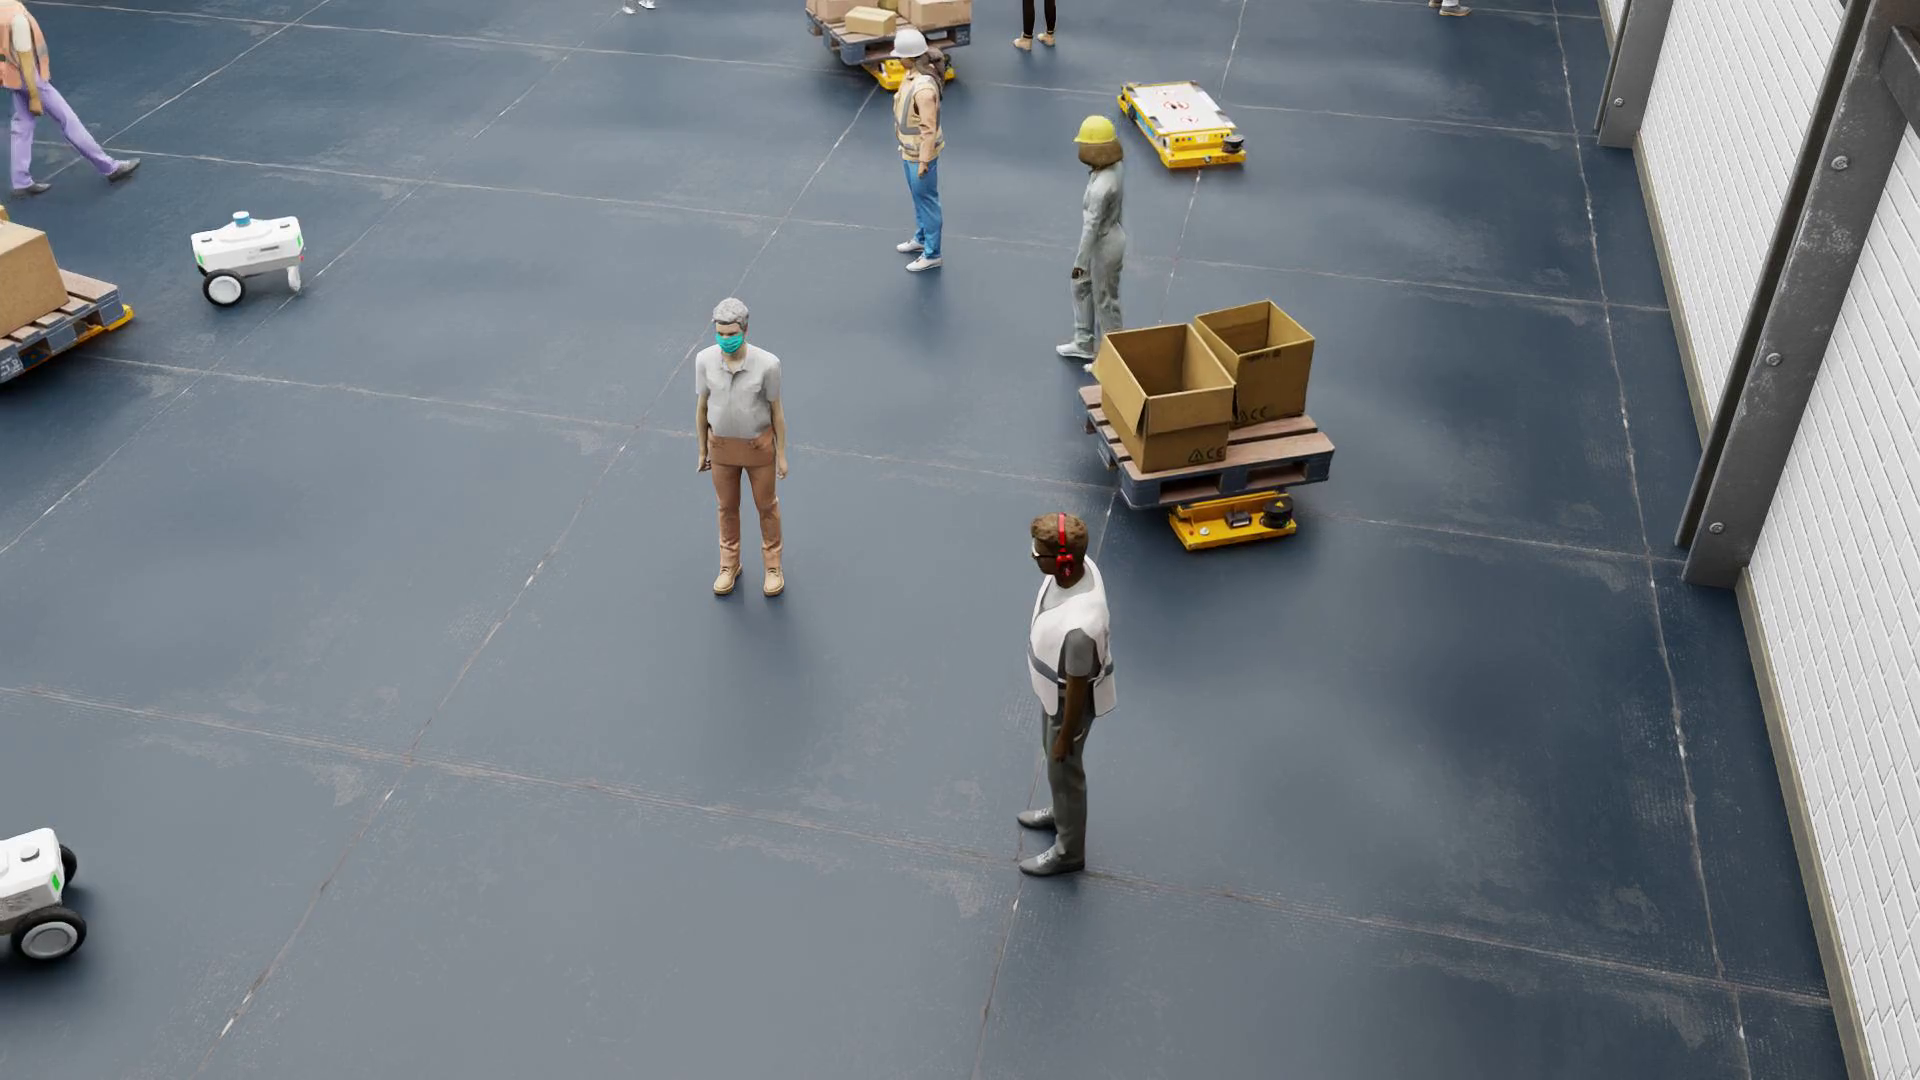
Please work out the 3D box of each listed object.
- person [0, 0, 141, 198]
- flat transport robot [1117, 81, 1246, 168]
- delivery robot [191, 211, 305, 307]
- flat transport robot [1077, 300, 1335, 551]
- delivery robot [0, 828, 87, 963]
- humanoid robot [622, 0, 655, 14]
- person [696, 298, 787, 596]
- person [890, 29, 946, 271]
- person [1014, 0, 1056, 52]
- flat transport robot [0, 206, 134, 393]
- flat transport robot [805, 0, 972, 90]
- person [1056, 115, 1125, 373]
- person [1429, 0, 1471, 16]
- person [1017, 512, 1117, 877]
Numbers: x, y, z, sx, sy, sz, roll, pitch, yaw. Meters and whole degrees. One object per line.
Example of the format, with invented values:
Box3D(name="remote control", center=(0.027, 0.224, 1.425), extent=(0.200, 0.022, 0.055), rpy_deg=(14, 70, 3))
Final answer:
Box3D(name="person", center=(-6.987, -3.499, 12.634), extent=(0.976, 1.778, 0.646), rpy_deg=(-27, 45, -31))
Box3D(name="flat transport robot", center=(1.835, -3.495, 13.895), extent=(0.659, 0.231, 1.431), rpy_deg=(-8, 37, -10))
Box3D(name="delivery robot", center=(-4.989, -2.012, 11.659), extent=(0.749, 0.578, 0.505), rpy_deg=(-16, 40, -20))
Box3D(name="flat transport robot", center=(1.396, -0.455, 9.828), extent=(0.659, 0.231, 1.431), rpy_deg=(-9, 38, -12))
Box3D(name="delivery robot", center=(-4.099, 1.504, 6.960), extent=(0.757, 0.585, 0.503), rpy_deg=(-18, 40, -22))
Box3D(name="humanoid robot", center=(-3.186, -5.915, 15.891), extent=(0.537, 1.756, 0.704), rpy_deg=(-28, 45, -32))
Box3D(name="person", center=(-1.132, -0.470, 8.613), extent=(0.471, 1.747, 0.321), rpy_deg=(3, 37, 3))
Box3D(name="person", center=(-0.283, -2.731, 11.658), extent=(0.379, 1.722, 0.490), rpy_deg=(-7, 37, -10))
Box3D(name="person", center=(0.707, -5.317, 15.147), extent=(0.528, 1.688, 0.322), rpy_deg=(-23, 43, -28))
Box3D(name="flat transport robot", center=(-6.265, -1.298, 10.955), extent=(0.659, 0.231, 1.431), rpy_deg=(17, 40, 21))
Box3D(name="flat transport robot", center=(-0.656, -4.491, 15.229), extent=(0.659, 0.231, 1.431), rpy_deg=(-16, 40, -21))
Box3D(name="person", center=(0.817, -1.835, 10.455), extent=(0.619, 1.714, 0.503), rpy_deg=(7, 37, 9))
Box3D(name="person", center=(4.812, -6.001, 15.903), extent=(0.359, 1.881, 0.573), rpy_deg=(-4, 37, -5))
Box3D(name="person", center=(0.452, 0.654, 7.039), extent=(0.403, 1.832, 0.568), rpy_deg=(-2, 37, -3))
